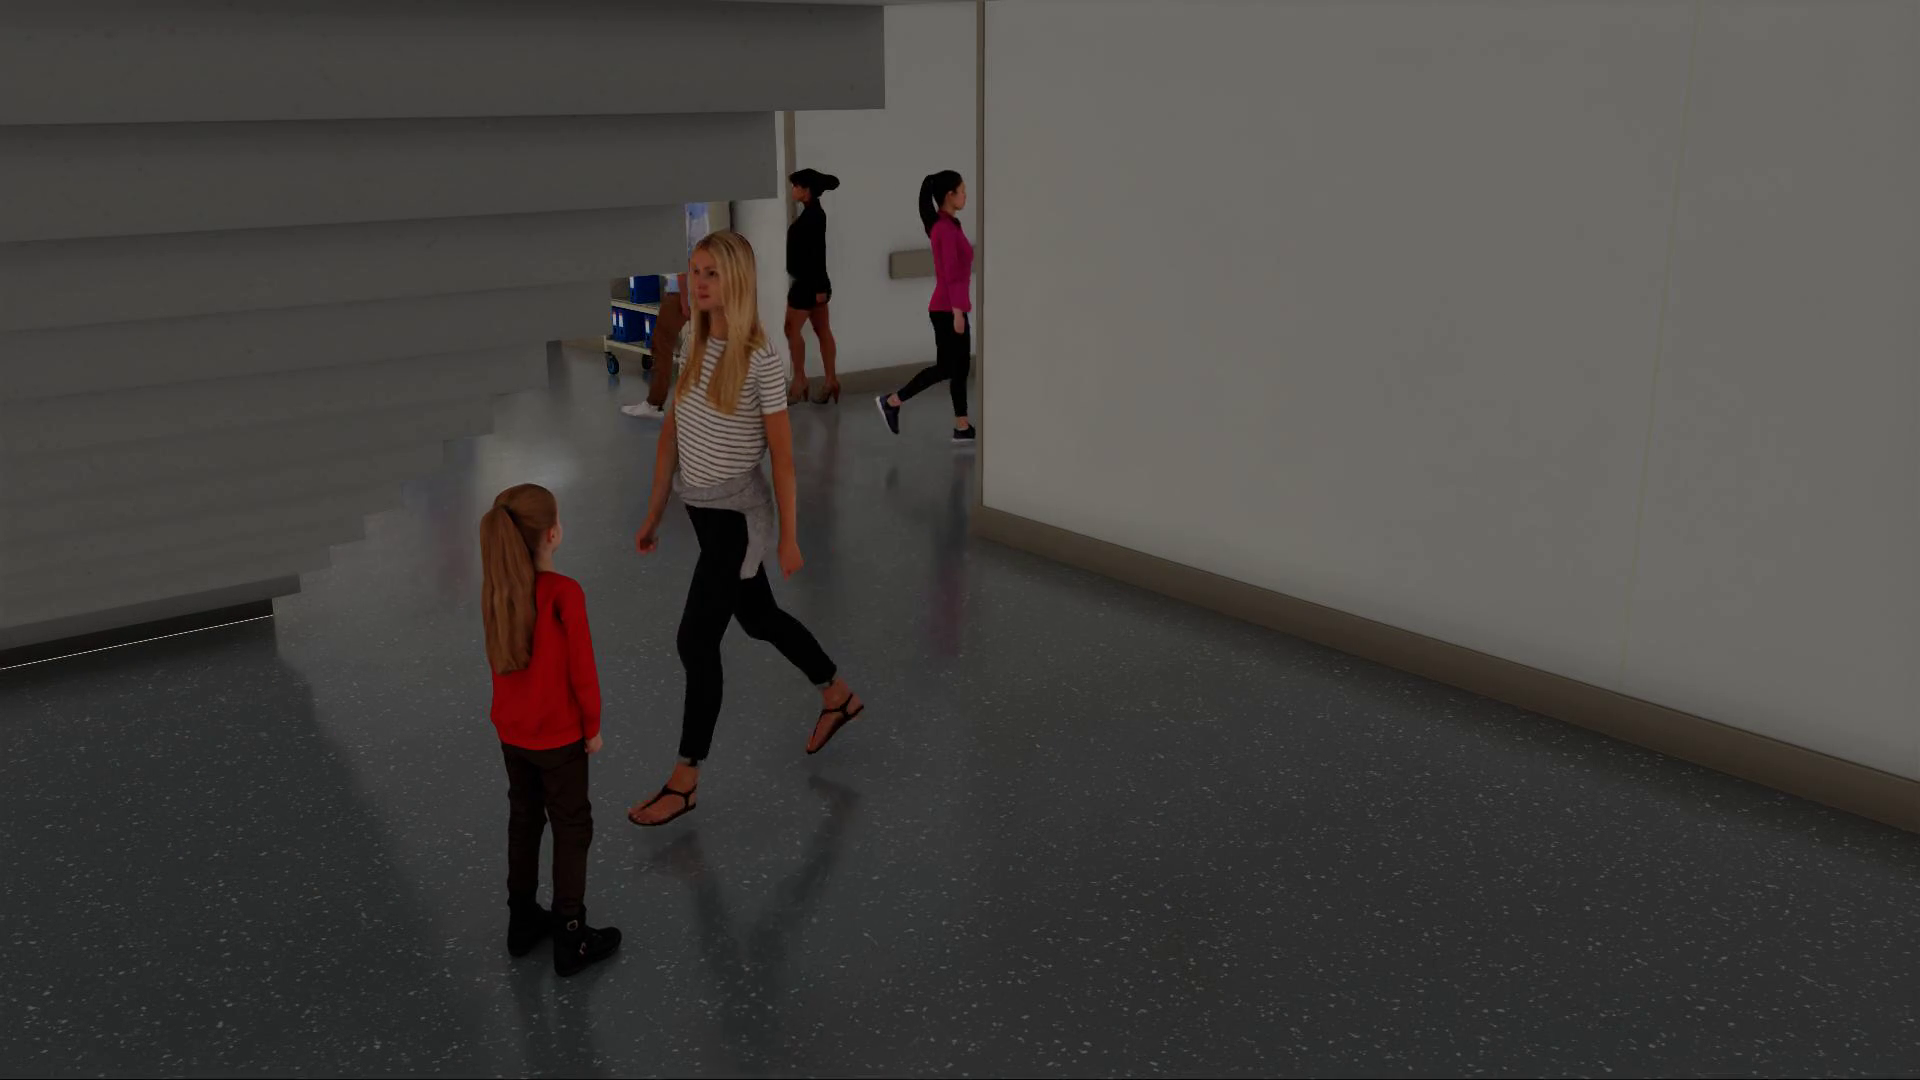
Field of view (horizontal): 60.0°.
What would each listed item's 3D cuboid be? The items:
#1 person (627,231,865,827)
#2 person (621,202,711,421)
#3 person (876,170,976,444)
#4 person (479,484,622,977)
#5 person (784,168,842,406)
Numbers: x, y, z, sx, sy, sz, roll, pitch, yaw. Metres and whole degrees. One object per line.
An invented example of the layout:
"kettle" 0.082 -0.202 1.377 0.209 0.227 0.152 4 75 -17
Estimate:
"person" -0.638 -0.044 5.245 0.710 1.780 1.141 -14 21 -40
"person" -1.701 -1.664 10.963 1.098 1.796 1.021 3 16 10
"person" -0.144 -1.399 10.226 1.006 1.686 0.980 0 16 -1
"person" -1.077 0.481 4.309 0.503 1.278 0.606 10 18 31
"person" -0.944 -1.723 11.484 0.819 1.627 0.756 0 16 -1
